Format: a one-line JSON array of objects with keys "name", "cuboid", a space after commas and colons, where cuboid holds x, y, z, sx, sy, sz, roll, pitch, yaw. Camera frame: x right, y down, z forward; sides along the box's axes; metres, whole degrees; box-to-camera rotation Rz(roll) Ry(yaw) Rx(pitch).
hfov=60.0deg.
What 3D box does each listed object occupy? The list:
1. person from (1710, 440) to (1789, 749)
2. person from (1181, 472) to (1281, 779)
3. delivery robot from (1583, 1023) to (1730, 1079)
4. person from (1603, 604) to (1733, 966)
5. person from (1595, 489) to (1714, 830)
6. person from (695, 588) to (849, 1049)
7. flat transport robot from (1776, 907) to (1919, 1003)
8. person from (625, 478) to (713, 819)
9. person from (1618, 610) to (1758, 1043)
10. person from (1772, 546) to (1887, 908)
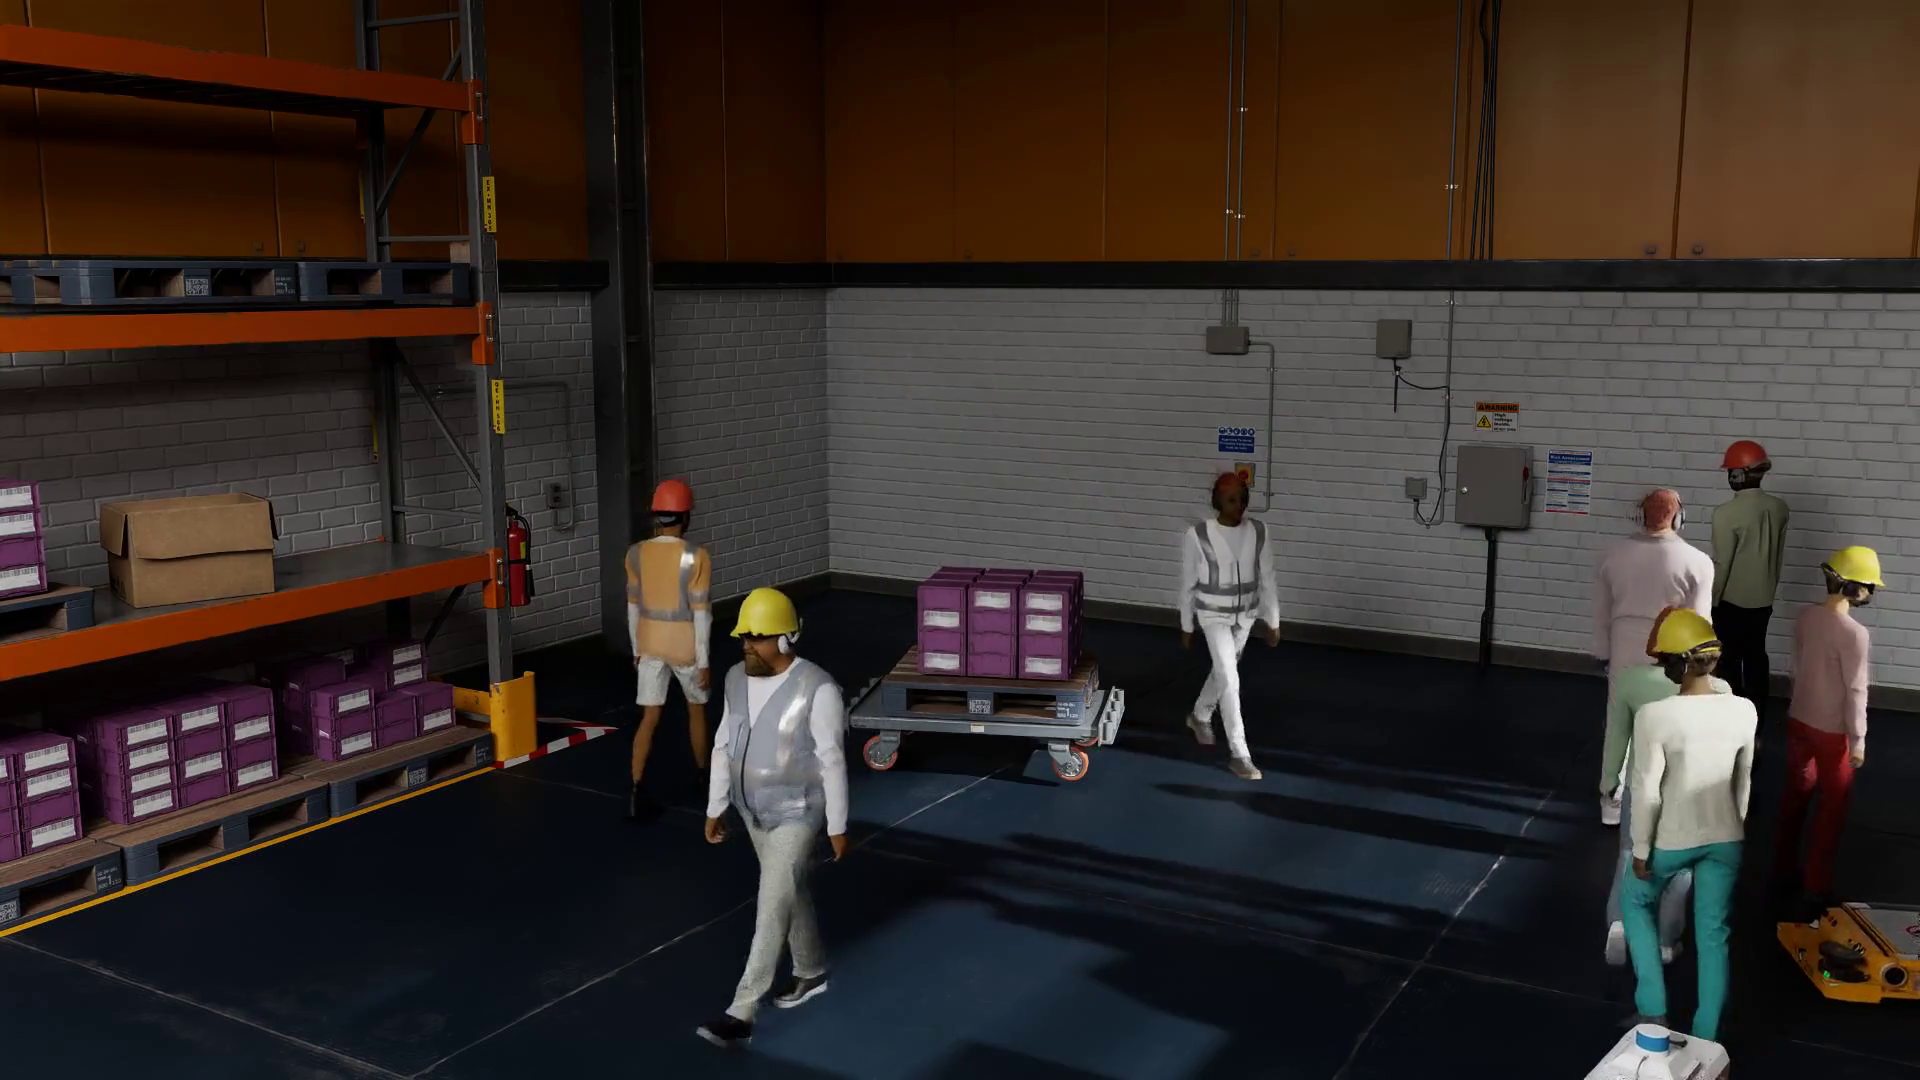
[{"name": "person", "cuboid": [4.926, 0.362, 10.506, 0.611, 1.994, 0.379, -5, 10, -26]}, {"name": "person", "cuboid": [1.647, 0.474, 10.355, 0.594, 1.841, 1.022, -3, 10, -19]}, {"name": "delivery robot", "cuboid": [2.267, 1.839, 5.474, 0.477, 0.478, 0.707, 7, 12, 39]}, {"name": "person", "cuboid": [3.030, 1.084, 7.176, 0.510, 1.621, 0.559, 6, 11, 32]}, {"name": "person", "cuboid": [3.840, 0.638, 9.200, 0.655, 1.855, 0.897, 8, 12, 41]}, {"name": "person", "cuboid": [-0.806, 1.086, 6.609, 0.619, 1.789, 0.897, 8, 12, 41]}, {"name": "flat transport robot", "cuboid": [4.334, 1.773, 7.061, 1.431, 0.197, 0.652, 2, 9, 9]}, {"name": "person", "cuboid": [-1.640, 0.598, 9.364, 0.562, 1.895, 0.977, 3, 10, 18]}, {"name": "person", "cuboid": [2.802, 1.139, 6.419, 0.541, 1.744, 0.497, -1, 9, -5]}, {"name": "person", "cuboid": [4.182, 0.890, 7.977, 0.362, 1.752, 0.544, 0, 9, -3]}]
